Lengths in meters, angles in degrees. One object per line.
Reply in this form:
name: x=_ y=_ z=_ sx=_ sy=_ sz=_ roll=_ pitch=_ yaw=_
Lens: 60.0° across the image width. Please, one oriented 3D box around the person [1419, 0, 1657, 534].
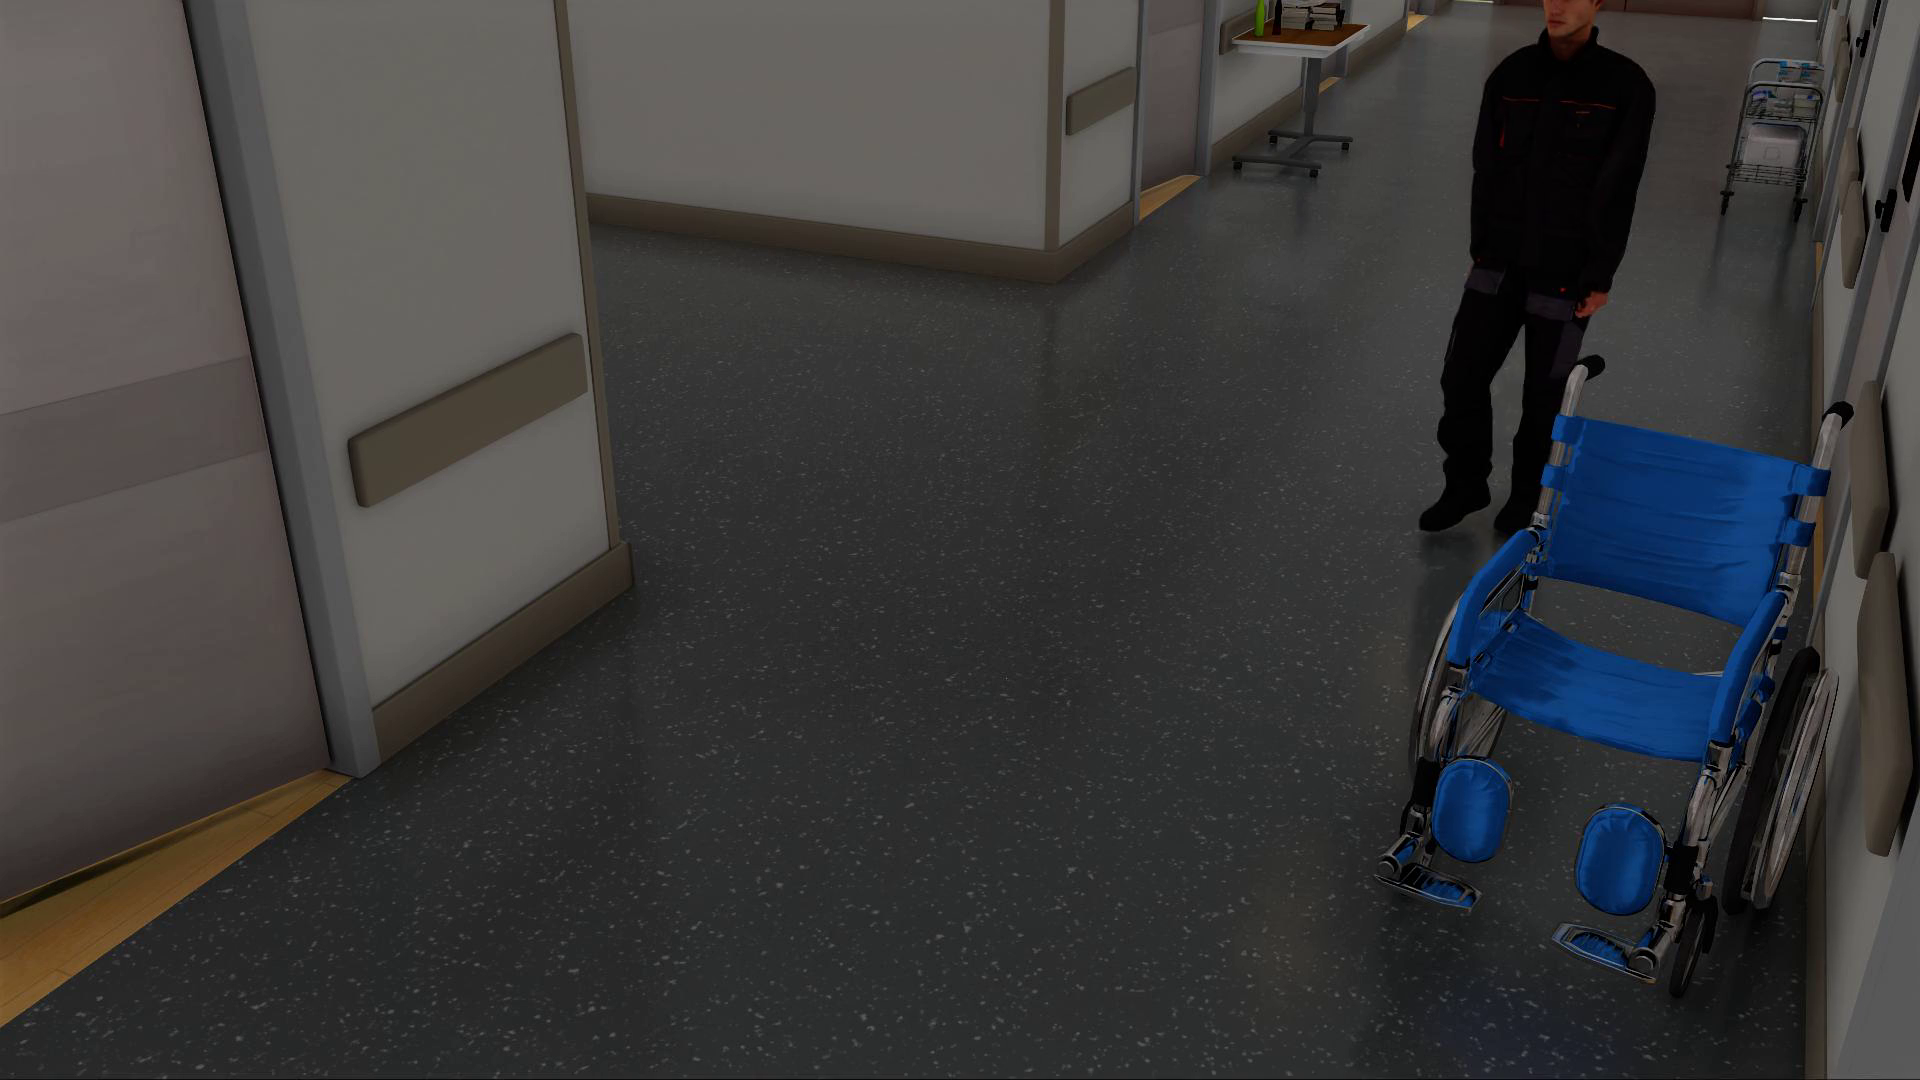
person: x=1.950 y=-0.948 z=5.447 sx=0.774 sy=1.927 sz=0.802 roll=18 pitch=31 yaw=32
